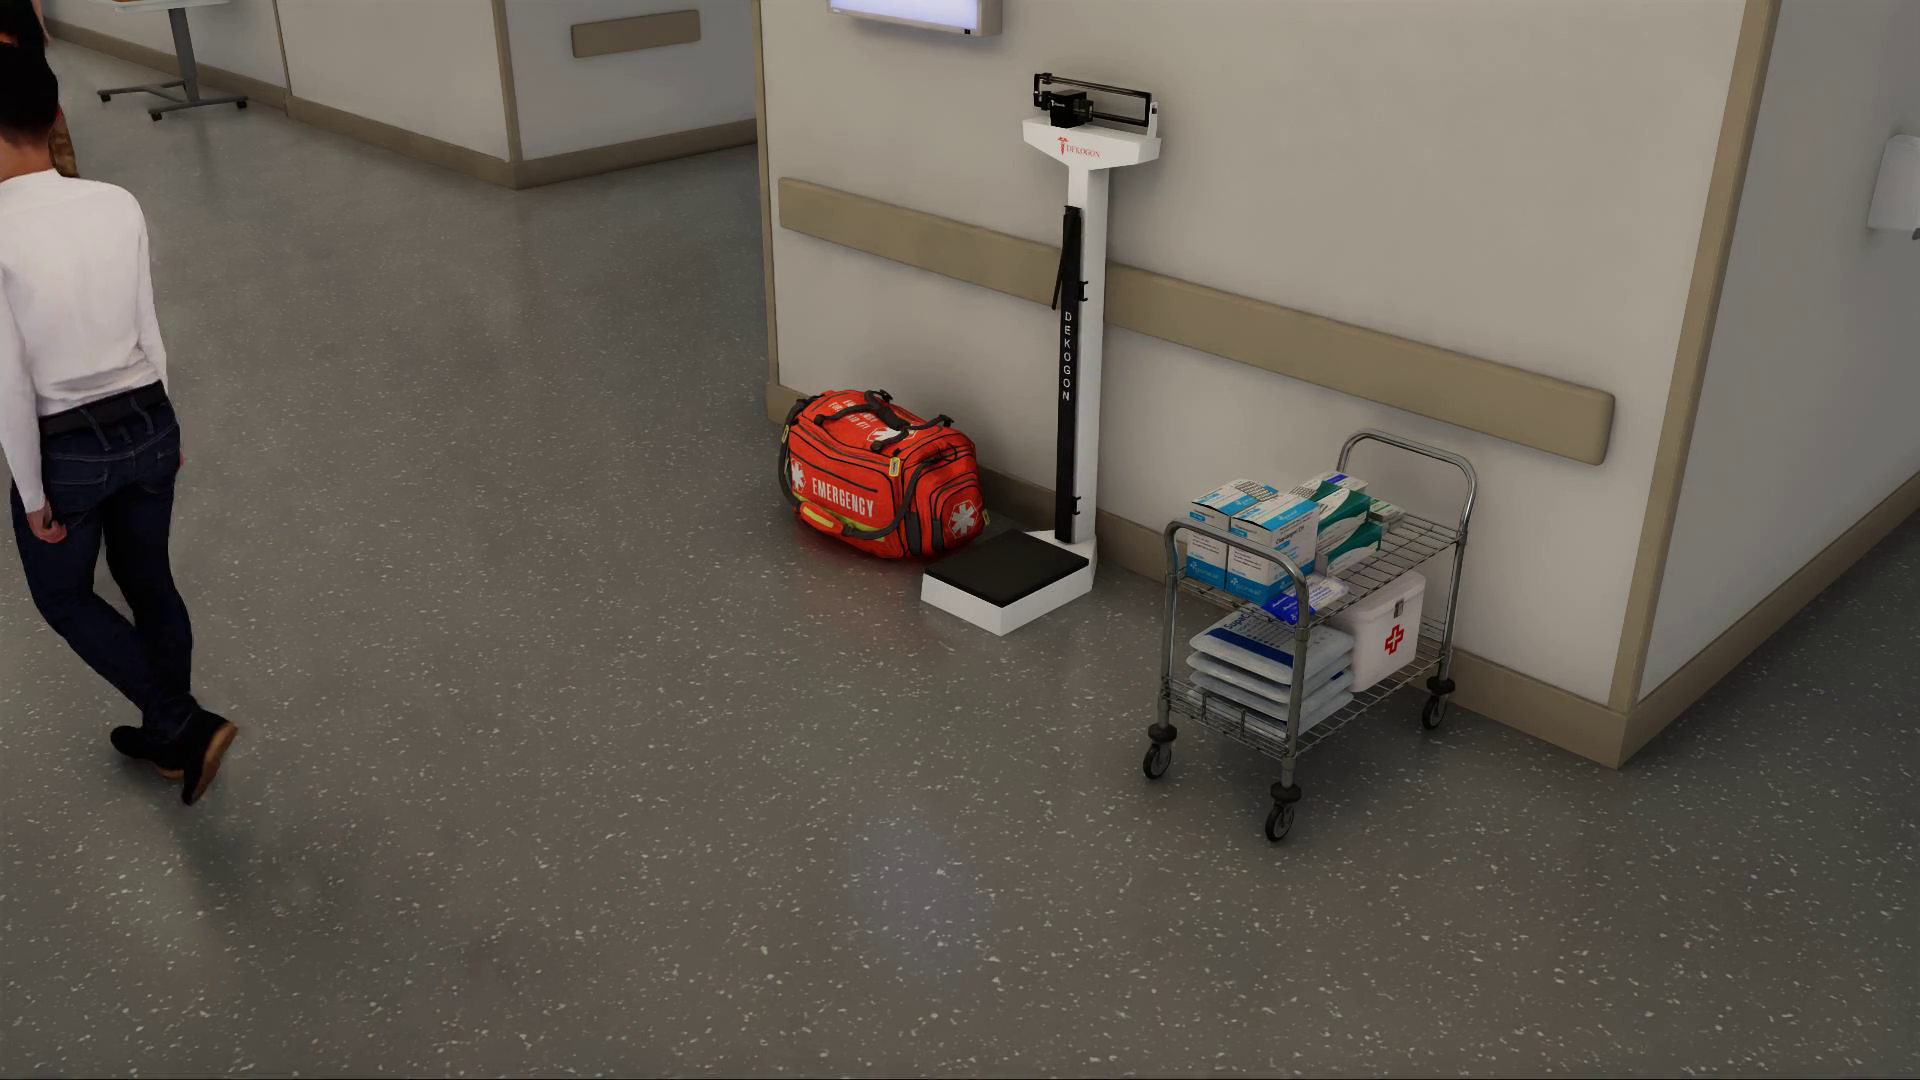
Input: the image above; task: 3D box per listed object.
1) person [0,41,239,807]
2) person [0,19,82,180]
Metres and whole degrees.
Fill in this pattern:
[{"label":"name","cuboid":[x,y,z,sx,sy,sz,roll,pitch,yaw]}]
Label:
[{"label":"person","cuboid":[-1.969,-0.191,3.886,0.955,1.848,0.717,16,30,30]},{"label":"person","cuboid":[-3.804,-1.381,6.807,0.643,1.455,0.662,-12,28,-24]}]
